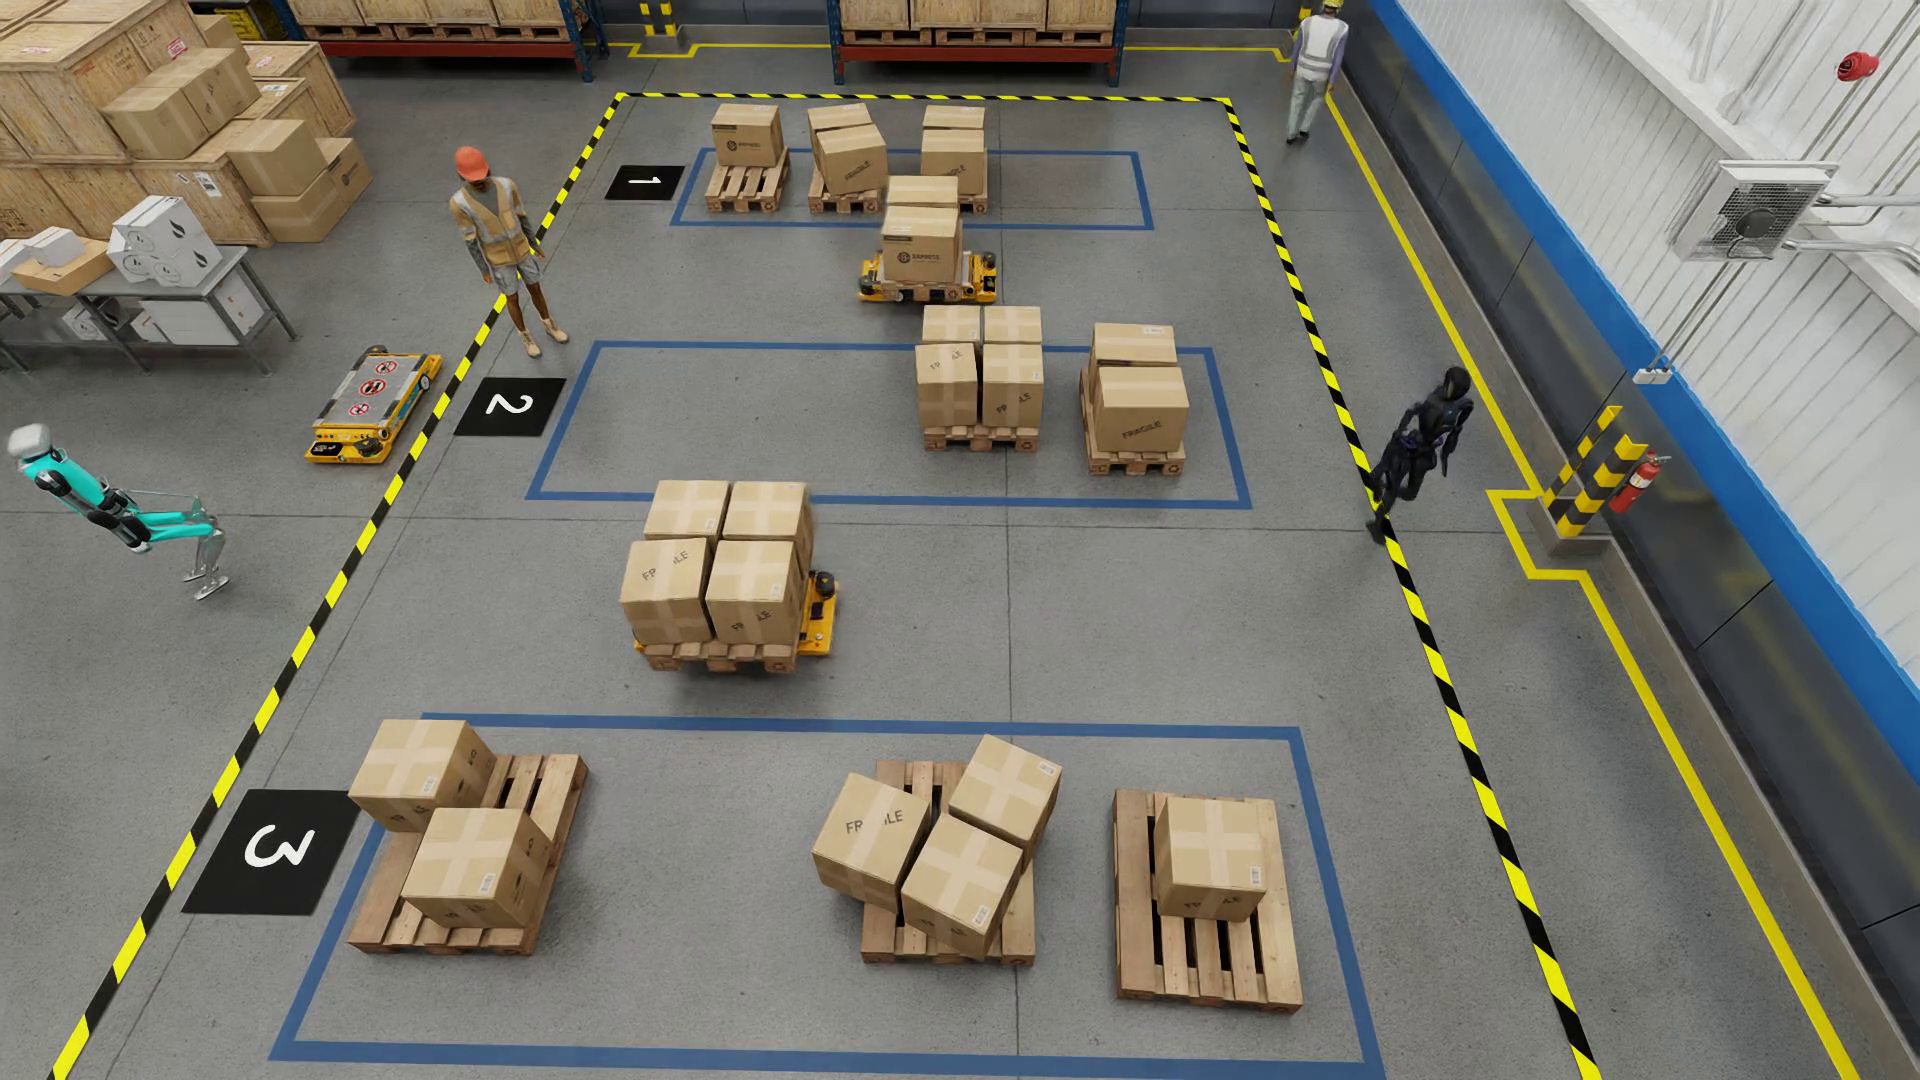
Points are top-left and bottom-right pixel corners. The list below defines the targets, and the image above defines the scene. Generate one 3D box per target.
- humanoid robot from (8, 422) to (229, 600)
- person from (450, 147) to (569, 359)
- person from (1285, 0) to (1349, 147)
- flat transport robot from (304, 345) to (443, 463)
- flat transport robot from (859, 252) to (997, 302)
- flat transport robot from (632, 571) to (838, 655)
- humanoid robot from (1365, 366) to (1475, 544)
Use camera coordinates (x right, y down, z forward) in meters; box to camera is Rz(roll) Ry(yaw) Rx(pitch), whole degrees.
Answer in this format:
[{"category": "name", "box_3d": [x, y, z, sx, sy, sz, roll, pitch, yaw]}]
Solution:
[{"category": "humanoid robot", "box_3d": [-5.779, -0.243, 6.526, 0.735, 1.673, 0.533, -35, 58, -26]}, {"category": "person", "box_3d": [-4.135, -2.620, 8.424, 0.379, 2.039, 0.614, 35, 58, 26]}, {"category": "person", "box_3d": [4.369, -5.802, 11.260, 0.624, 1.812, 0.580, 25, 54, 20]}, {"category": "flat transport robot", "box_3d": [-5.383, -1.269, 8.441, 0.659, 0.231, 1.431, 1, 50, 1]}, {"category": "flat transport robot", "box_3d": [-0.328, -2.807, 9.724, 1.431, 0.197, 0.652, 1, 50, 1]}, {"category": "flat transport robot", "box_3d": [-1.674, 0.533, 6.898, 1.431, 0.197, 0.652, 1, 50, 1]}, {"category": "humanoid robot", "box_3d": [3.454, -0.705, 7.047, 0.610, 1.633, 0.562, -7, 50, -6]}]
